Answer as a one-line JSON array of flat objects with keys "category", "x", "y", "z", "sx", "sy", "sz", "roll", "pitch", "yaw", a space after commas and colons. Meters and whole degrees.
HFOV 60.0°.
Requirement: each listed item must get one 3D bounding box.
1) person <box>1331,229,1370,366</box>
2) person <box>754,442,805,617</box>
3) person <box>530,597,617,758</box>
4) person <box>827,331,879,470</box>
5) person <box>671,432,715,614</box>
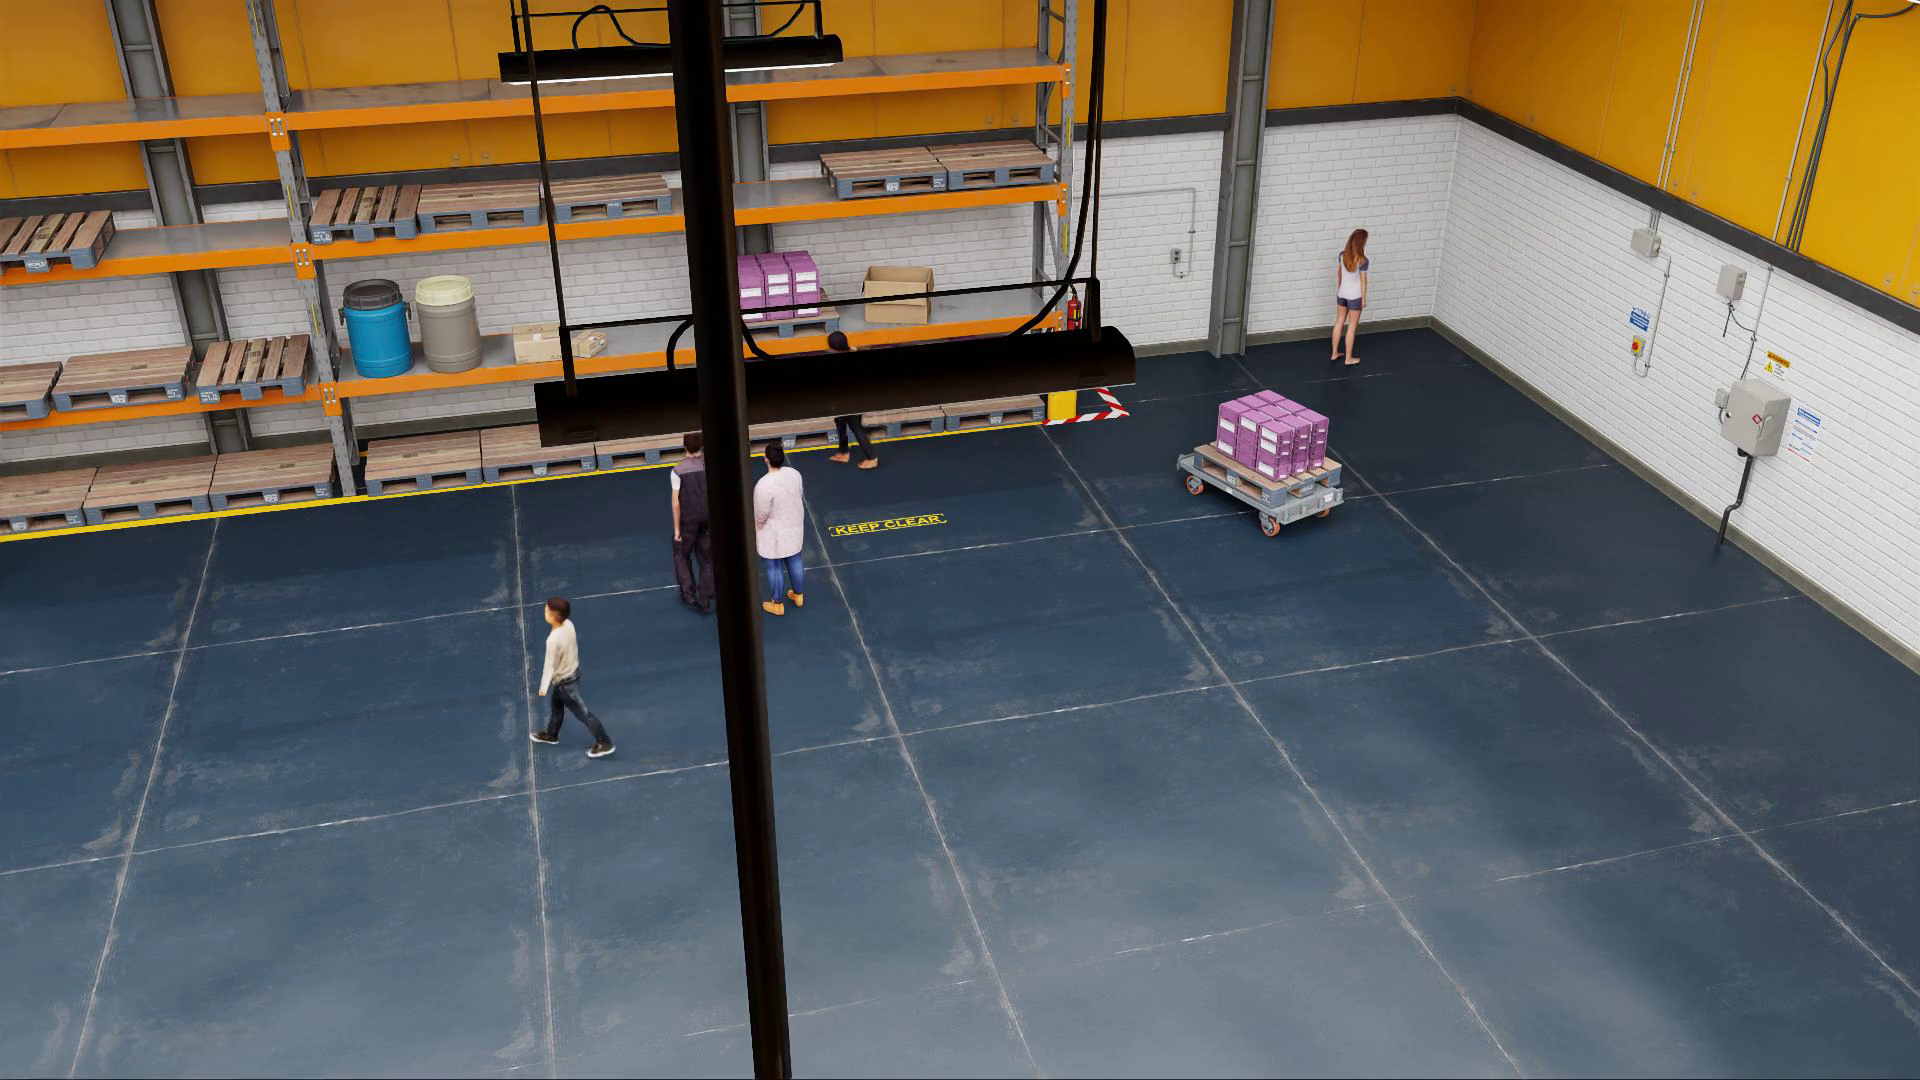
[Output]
[{"category": "person", "x": 4.872, "y": -3.046, "z": 20.773, "sx": 0.669, "sy": 1.725, "sz": 0.673, "roll": -20, "pitch": 35, "yaw": -33}, {"category": "person", "x": -1.666, "y": -0.126, "z": 15.402, "sx": 0.732, "sy": 1.743, "sz": 0.851, "roll": -24, "pitch": 36, "yaw": -36}, {"category": "person", "x": -3.106, "y": 1.136, "z": 13.404, "sx": 1.064, "sy": 1.440, "sz": 0.799, "roll": 4, "pitch": 29, "yaw": 6}, {"category": "person", "x": -1.117, "y": -1.510, "z": 18.071, "sx": 0.914, "sy": 1.615, "sz": 0.842, "roll": 5, "pitch": 29, "yaw": 10}, {"category": "person", "x": -2.388, "y": -0.137, "z": 15.332, "sx": 0.693, "sy": 1.829, "sz": 0.809, "roll": -17, "pitch": 33, "yaw": -28}]
